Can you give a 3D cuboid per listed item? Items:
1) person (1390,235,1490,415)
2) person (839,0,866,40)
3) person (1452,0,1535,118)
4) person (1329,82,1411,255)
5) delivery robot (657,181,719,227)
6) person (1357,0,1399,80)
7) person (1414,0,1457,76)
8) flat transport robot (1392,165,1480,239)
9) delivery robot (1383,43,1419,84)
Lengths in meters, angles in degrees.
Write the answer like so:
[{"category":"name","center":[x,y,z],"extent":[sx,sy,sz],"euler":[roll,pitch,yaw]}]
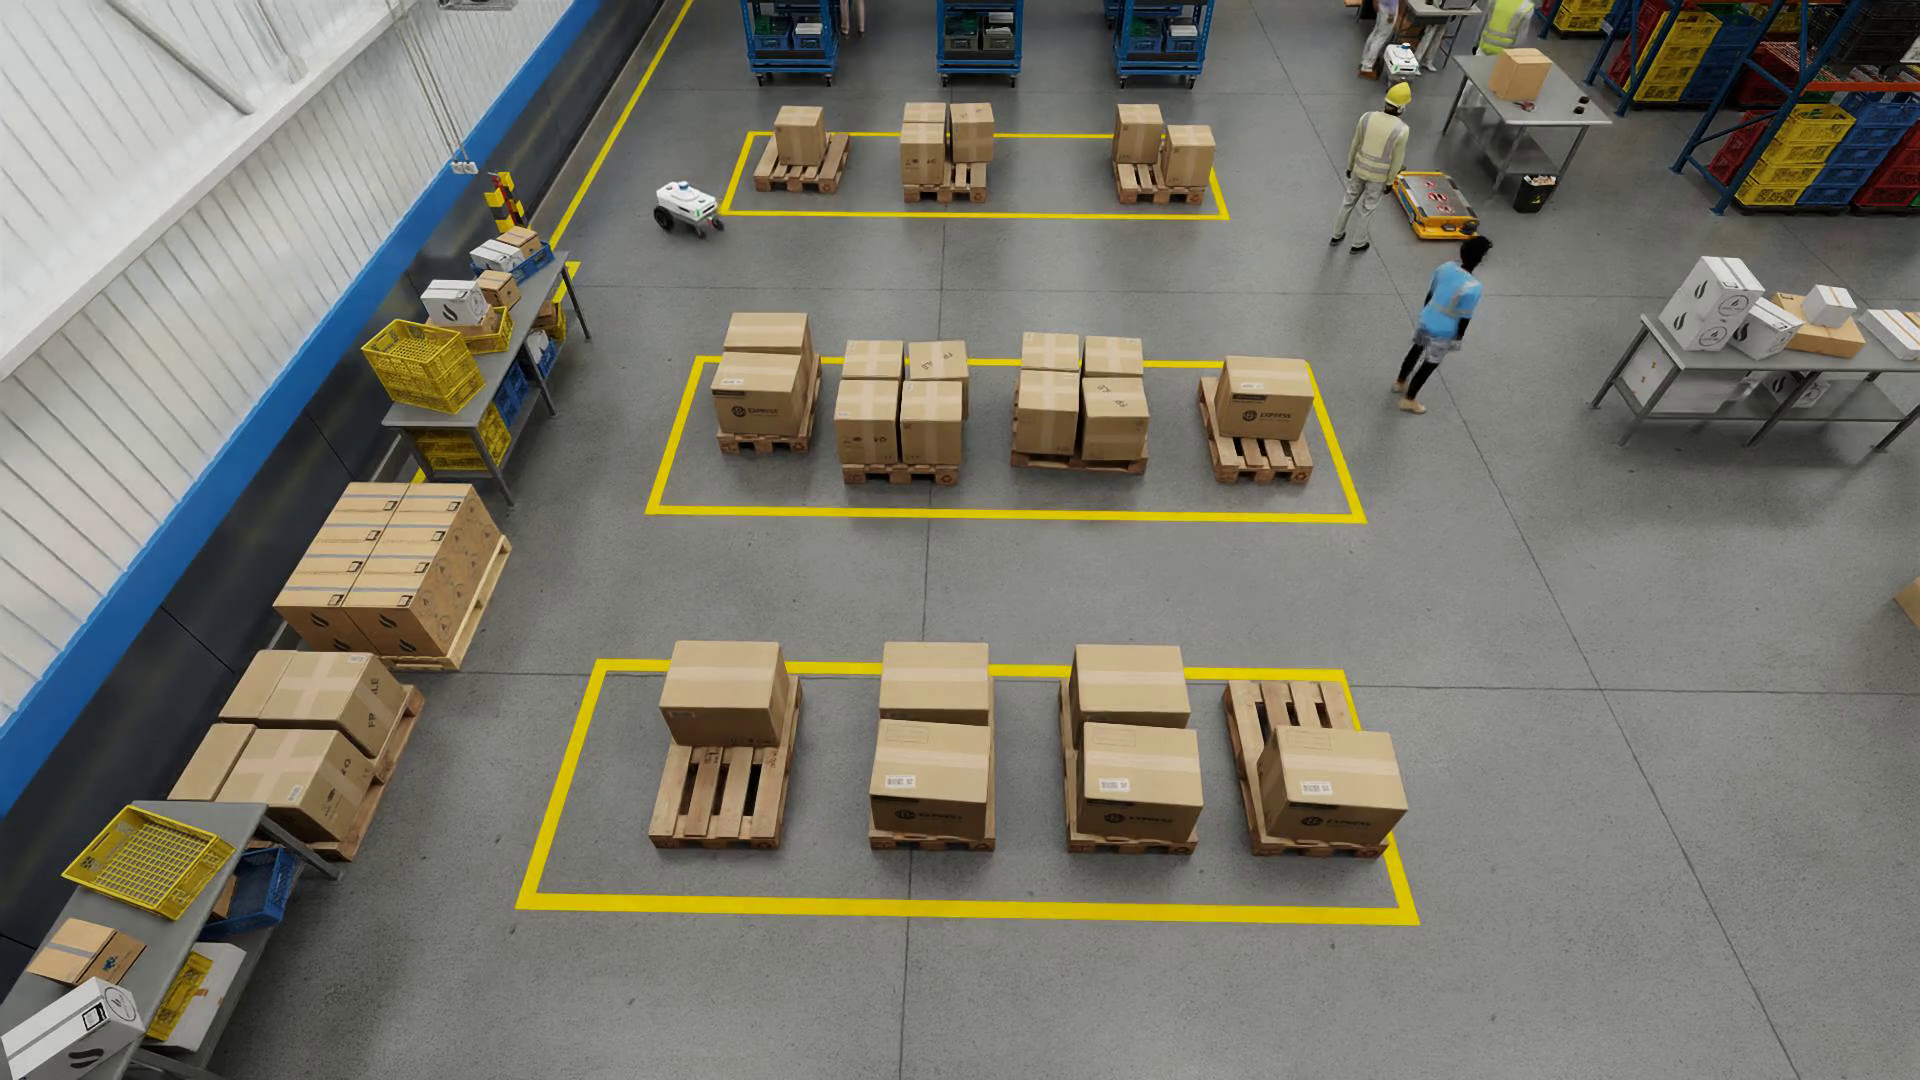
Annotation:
[{"category":"person","center":[4.311,-1.927,8.264],"extent":[0.364,1.675,0.583],"euler":[-10,50,-9]},{"category":"person","center":[-1.683,-8.745,13.964],"extent":[0.628,1.981,0.410],"euler":[-18,52,-15]},{"category":"person","center":[7.073,-6.483,12.097],"extent":[0.430,1.840,0.626],"euler":[-29,55,-23]},{"category":"person","center":[4.485,-4.019,9.967],"extent":[0.403,1.834,0.589],"euler":[-33,57,-25]},{"category":"delivery robot","center":[-3.172,-3.926,10.667],"extent":[0.707,0.478,0.477],"euler":[27,54,21]},{"category":"person","center":[6.106,-7.629,13.033],"extent":[0.366,1.928,0.638],"euler":[9,50,7]},{"category":"person","center":[6.957,-7.571,13.176],"extent":[0.514,1.629,0.324],"euler":[-20,52,-16]},{"category":"flat transport robot","center":[5.692,-4.094,11.059],"extent":[0.652,0.197,1.431],"euler":[1,49,1]},{"category":"delivery robot","center":[6.375,-6.918,13.257],"extent":[0.477,0.478,0.707],"euler":[4,49,3]}]
